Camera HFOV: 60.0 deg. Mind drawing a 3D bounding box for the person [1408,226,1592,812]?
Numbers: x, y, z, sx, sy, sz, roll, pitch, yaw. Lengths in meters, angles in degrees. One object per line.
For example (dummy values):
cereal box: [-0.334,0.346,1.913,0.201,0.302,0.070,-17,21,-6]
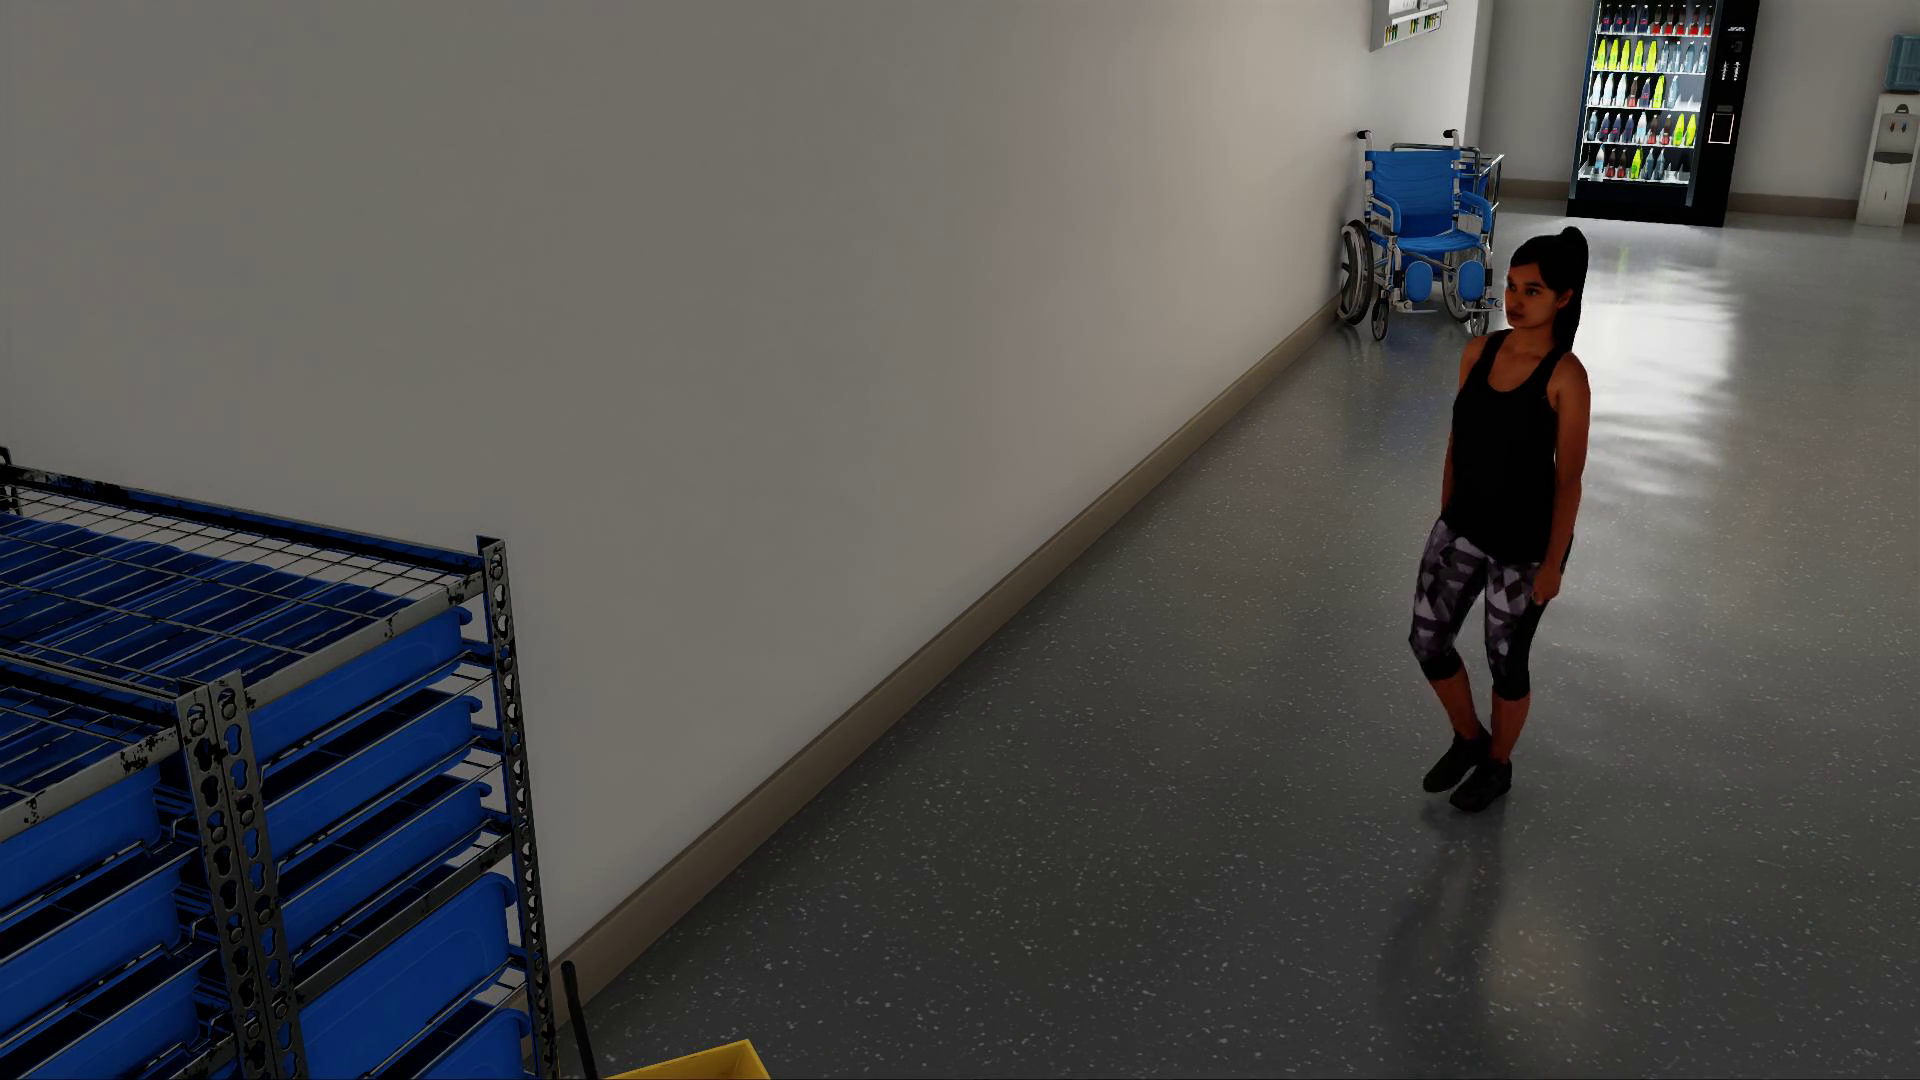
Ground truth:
person: [1.535,-0.034,4.554,0.764,1.656,0.669,-14,25,-33]
